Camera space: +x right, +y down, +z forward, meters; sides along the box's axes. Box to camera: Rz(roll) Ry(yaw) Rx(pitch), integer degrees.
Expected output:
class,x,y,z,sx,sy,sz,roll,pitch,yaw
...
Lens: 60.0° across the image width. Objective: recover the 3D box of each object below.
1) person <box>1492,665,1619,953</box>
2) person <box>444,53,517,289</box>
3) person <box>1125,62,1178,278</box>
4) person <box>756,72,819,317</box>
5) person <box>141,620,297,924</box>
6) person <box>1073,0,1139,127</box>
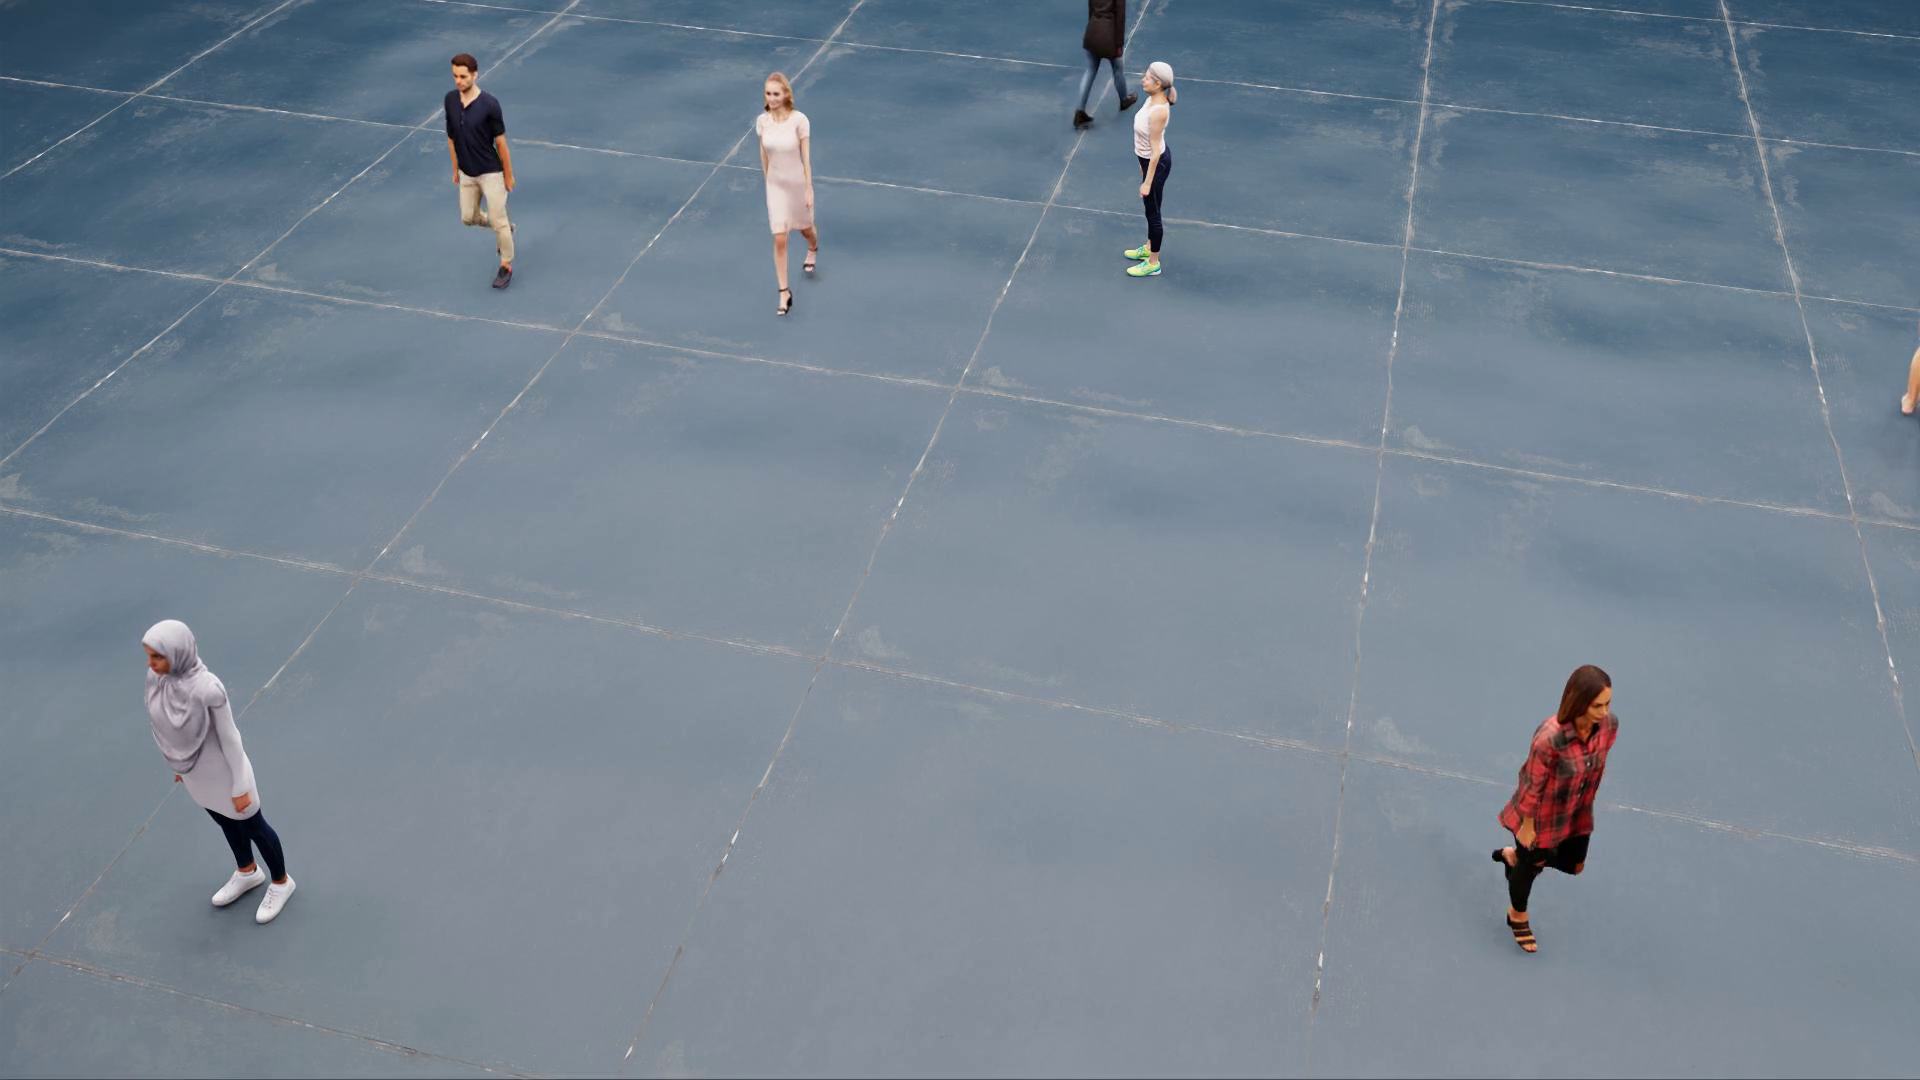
class,x,y,z,sx,sy,sz,roll,pitch,yaw
person,2.682,1.187,7.665,0.787,1.693,0.849,-13,40,-16
person,-3.609,-2.856,12.709,0.643,1.845,0.783,10,39,13
person,1.499,-2.870,12.843,0.701,1.702,0.541,1,38,1
person,-1.237,-2.648,12.487,0.648,1.792,1.093,6,38,7
person,-3.466,1.069,7.750,0.652,1.775,0.591,17,41,21
person,1.255,-4.515,15.036,0.937,1.592,1.146,28,46,31
